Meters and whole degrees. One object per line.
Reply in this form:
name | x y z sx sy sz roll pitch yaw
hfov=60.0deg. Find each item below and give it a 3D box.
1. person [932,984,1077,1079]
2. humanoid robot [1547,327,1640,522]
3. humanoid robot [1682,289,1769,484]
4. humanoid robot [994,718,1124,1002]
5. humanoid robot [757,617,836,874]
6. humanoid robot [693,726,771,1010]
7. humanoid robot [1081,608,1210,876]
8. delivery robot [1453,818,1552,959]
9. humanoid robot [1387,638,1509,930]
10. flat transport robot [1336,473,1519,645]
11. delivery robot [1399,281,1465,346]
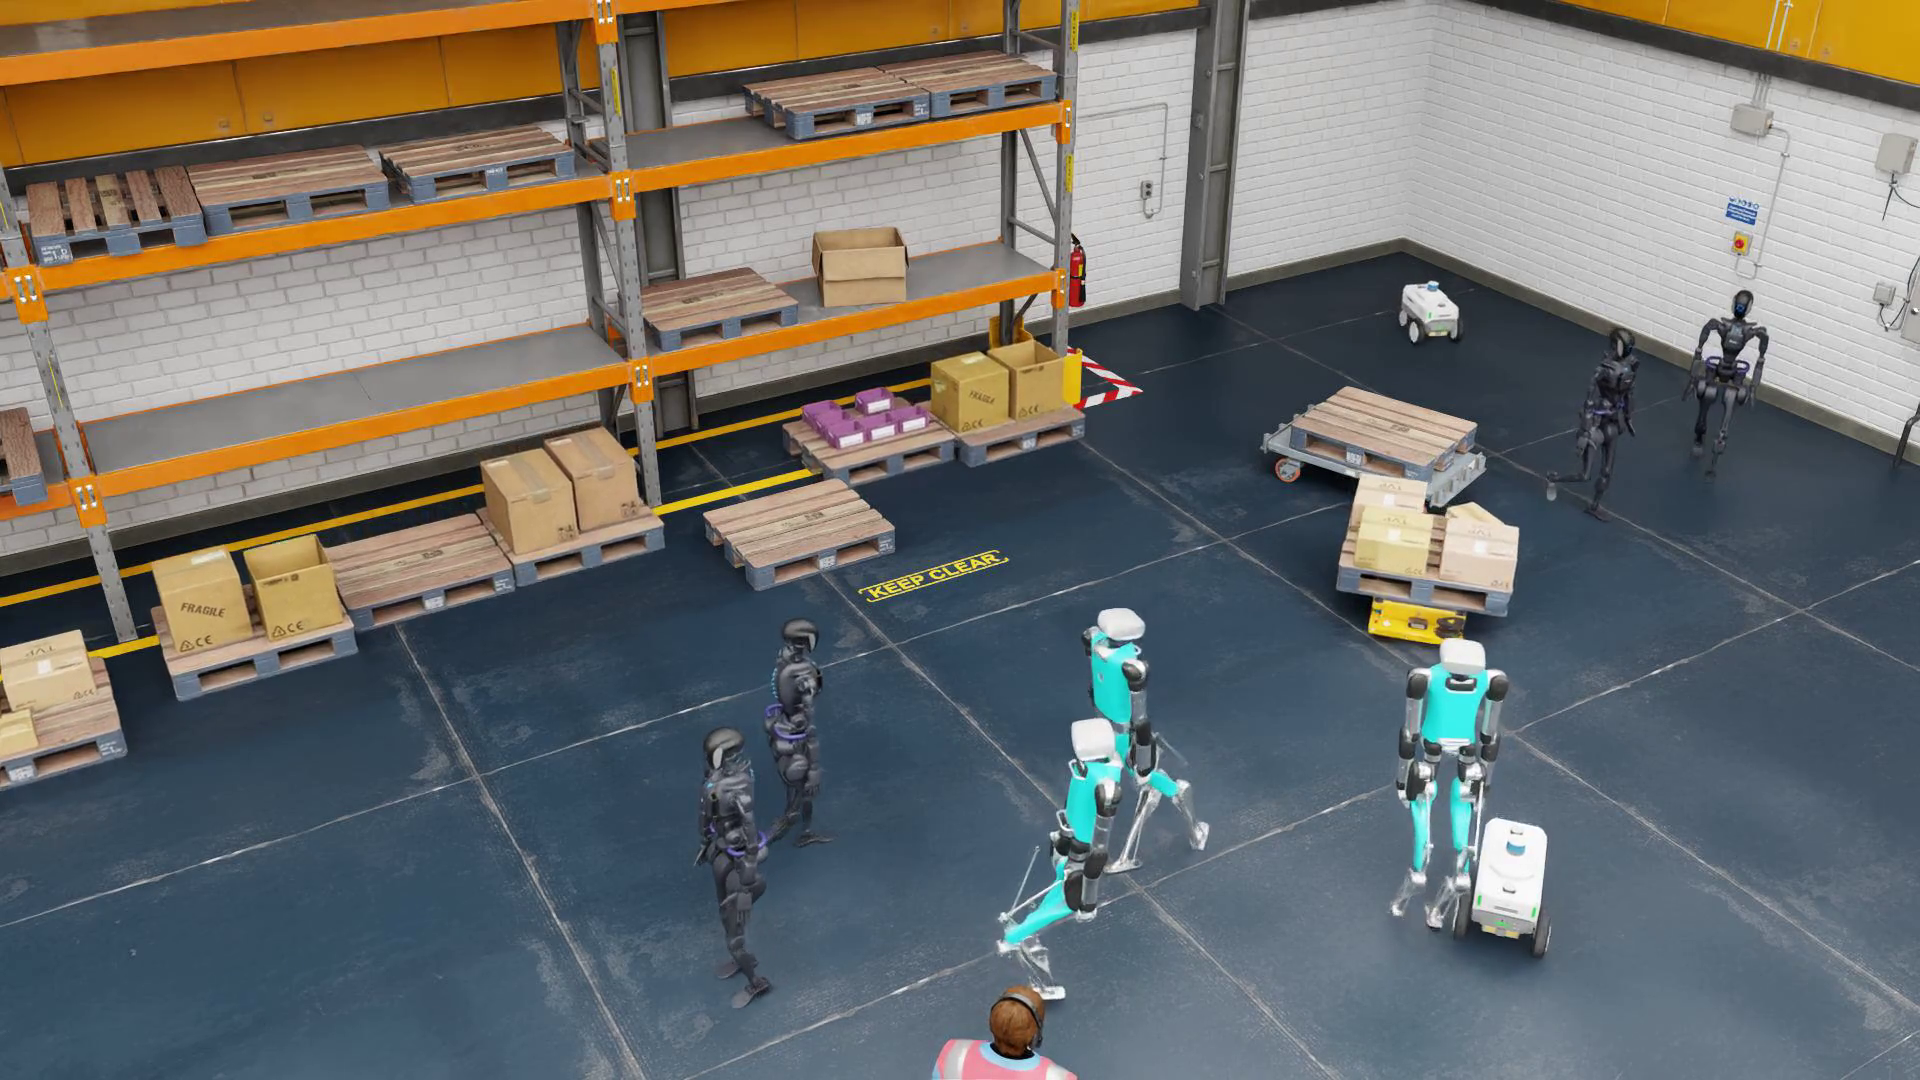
person | 0.203 2.564 6.852 0.630 1.837 0.431 9 31 16
humanoid robot | 5.092 -0.961 13.260 0.608 1.641 0.570 -17 33 -27
humanoid robot | 6.418 -1.340 13.963 0.583 1.641 0.748 13 32 22
humanoid robot | 0.420 1.751 8.465 0.759 1.869 0.546 -5 30 -9
humanoid robot | -1.039 1.163 9.505 0.639 1.633 0.599 -12 32 -20
humanoid robot | -1.183 1.659 8.595 0.334 1.651 0.593 -18 34 -29
humanoid robot | 1.155 1.132 9.522 0.921 1.814 0.546 -13 32 -22
delivery robot | 3.069 1.902 9.301 0.499 0.580 0.757 10 31 18
humanoid robot | 2.634 1.426 8.966 0.538 1.812 0.664 2 30 3
flat transport robot | 3.457 0.325 12.398 0.659 0.231 1.431 9 31 16
delivery robot | 4.737 -2.291 16.757 0.499 0.613 0.807 -4 30 -8
